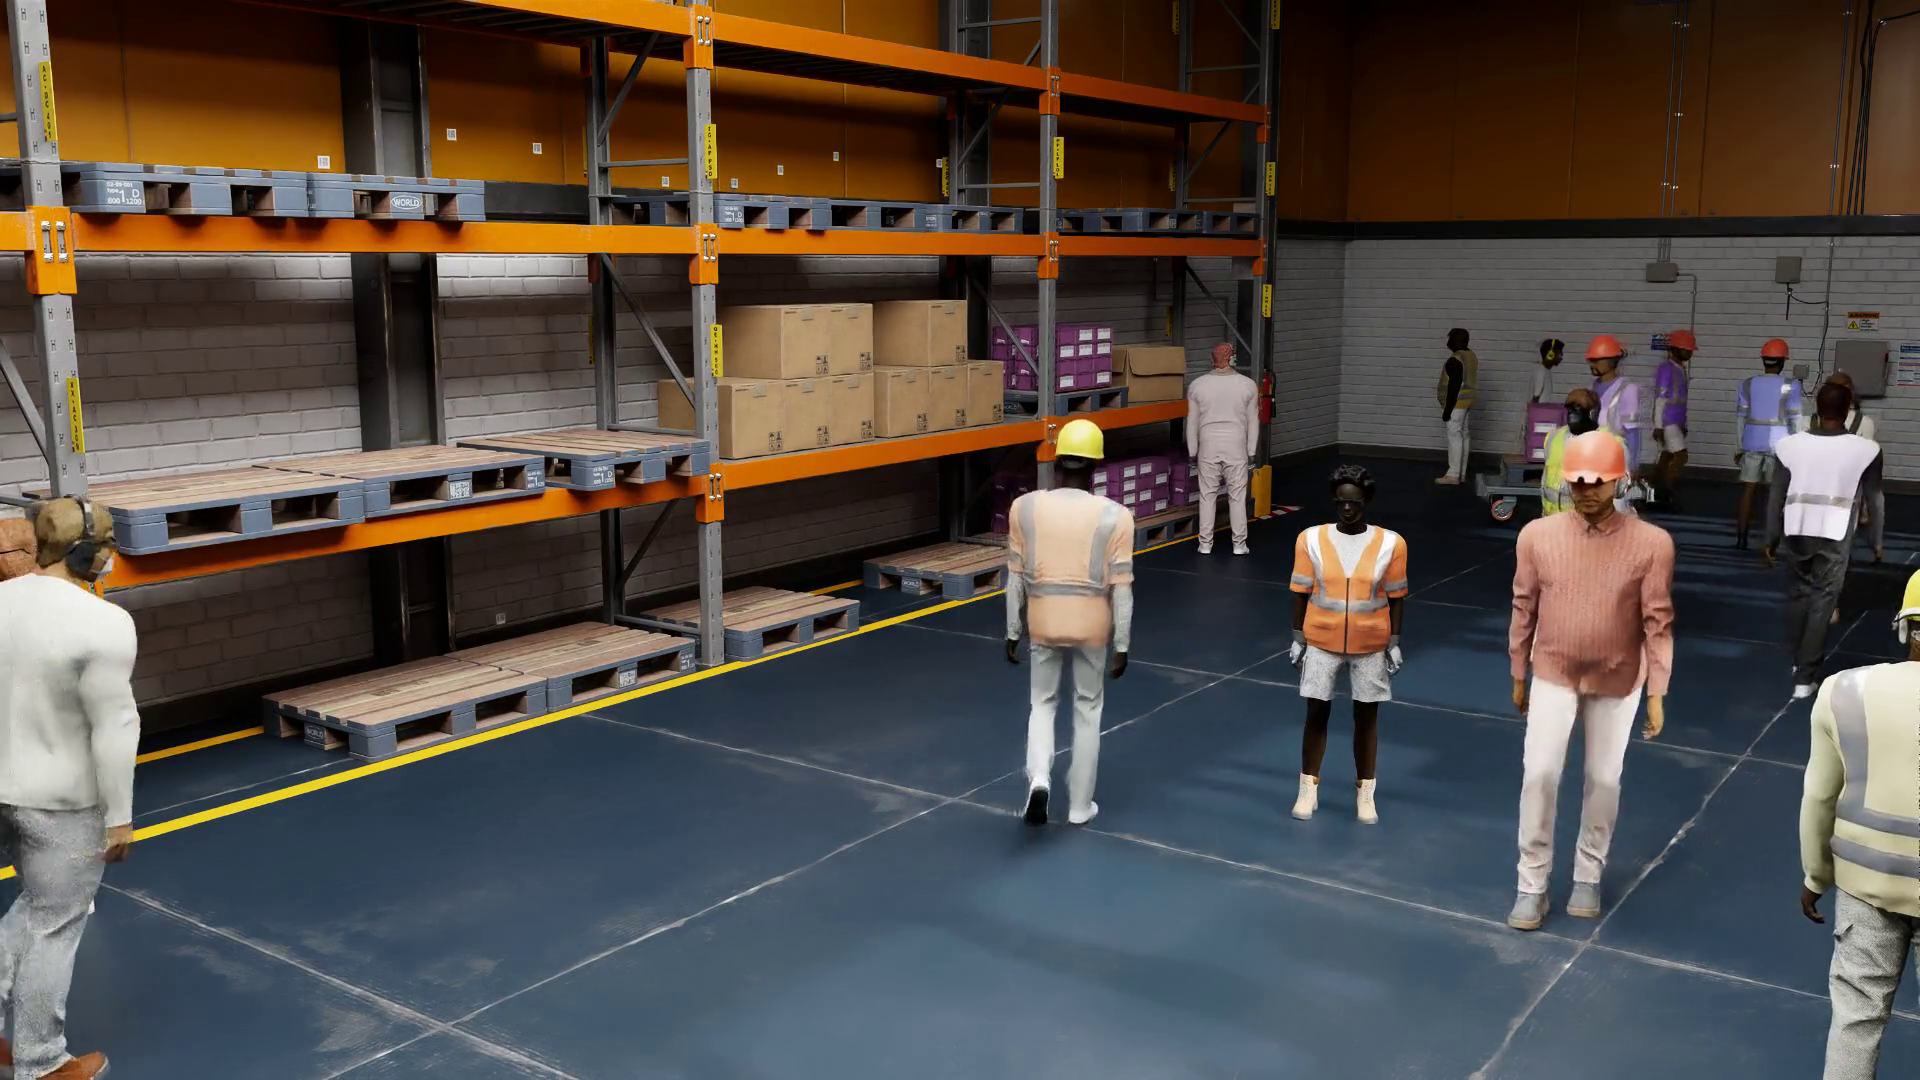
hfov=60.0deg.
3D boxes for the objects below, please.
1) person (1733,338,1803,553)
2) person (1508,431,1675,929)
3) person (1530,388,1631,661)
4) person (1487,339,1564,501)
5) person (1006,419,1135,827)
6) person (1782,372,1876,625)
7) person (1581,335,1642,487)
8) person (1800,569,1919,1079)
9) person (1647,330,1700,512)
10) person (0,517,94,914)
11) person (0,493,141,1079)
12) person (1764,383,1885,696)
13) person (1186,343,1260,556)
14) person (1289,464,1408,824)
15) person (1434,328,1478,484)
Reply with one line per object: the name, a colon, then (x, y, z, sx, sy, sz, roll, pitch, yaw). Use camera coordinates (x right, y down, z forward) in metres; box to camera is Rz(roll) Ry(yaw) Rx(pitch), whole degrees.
person: (7.288, -0.848, 14.997, 0.564, 1.936, 0.388, 8, 12, 40)
person: (2.440, 0.567, 6.490, 0.617, 1.970, 0.746, 4, 10, 23)
person: (4.139, -0.115, 11.048, 0.939, 1.805, 0.637, -8, 12, -38)
person: (6.134, -1.233, 17.685, 0.994, 1.814, 0.544, 3, 10, 15)
person: (0.491, 0.407, 7.596, 0.605, 1.908, 0.530, 2, 10, 14)
person: (6.253, -0.296, 12.023, 0.617, 1.823, 0.540, -9, 13, -43)
person: (5.203, -0.663, 13.637, 0.619, 2.019, 0.631, -3, 10, -18)
person: (2.652, 0.949, 4.602, 0.596, 1.831, 0.403, 7, 12, 37)
person: (7.468, -1.229, 17.336, 0.576, 1.909, 0.581, 8, 12, 39)
person: (-3.665, 0.714, 6.621, 0.277, 1.628, 0.501, -6, 11, -33)
person: (-2.827, 0.815, 5.196, 0.638, 1.906, 0.514, 5, 11, 26)
person: (5.337, -0.018, 10.243, 0.615, 1.875, 0.940, 8, 13, 41)
person: (2.340, -0.801, 14.826, 0.639, 1.904, 0.402, 2, 10, 13)
person: (1.802, 0.487, 7.763, 0.539, 1.695, 0.318, 3, 10, 15)
person: (5.844, -1.576, 19.617, 0.429, 1.846, 0.621, 7, 12, 34)
